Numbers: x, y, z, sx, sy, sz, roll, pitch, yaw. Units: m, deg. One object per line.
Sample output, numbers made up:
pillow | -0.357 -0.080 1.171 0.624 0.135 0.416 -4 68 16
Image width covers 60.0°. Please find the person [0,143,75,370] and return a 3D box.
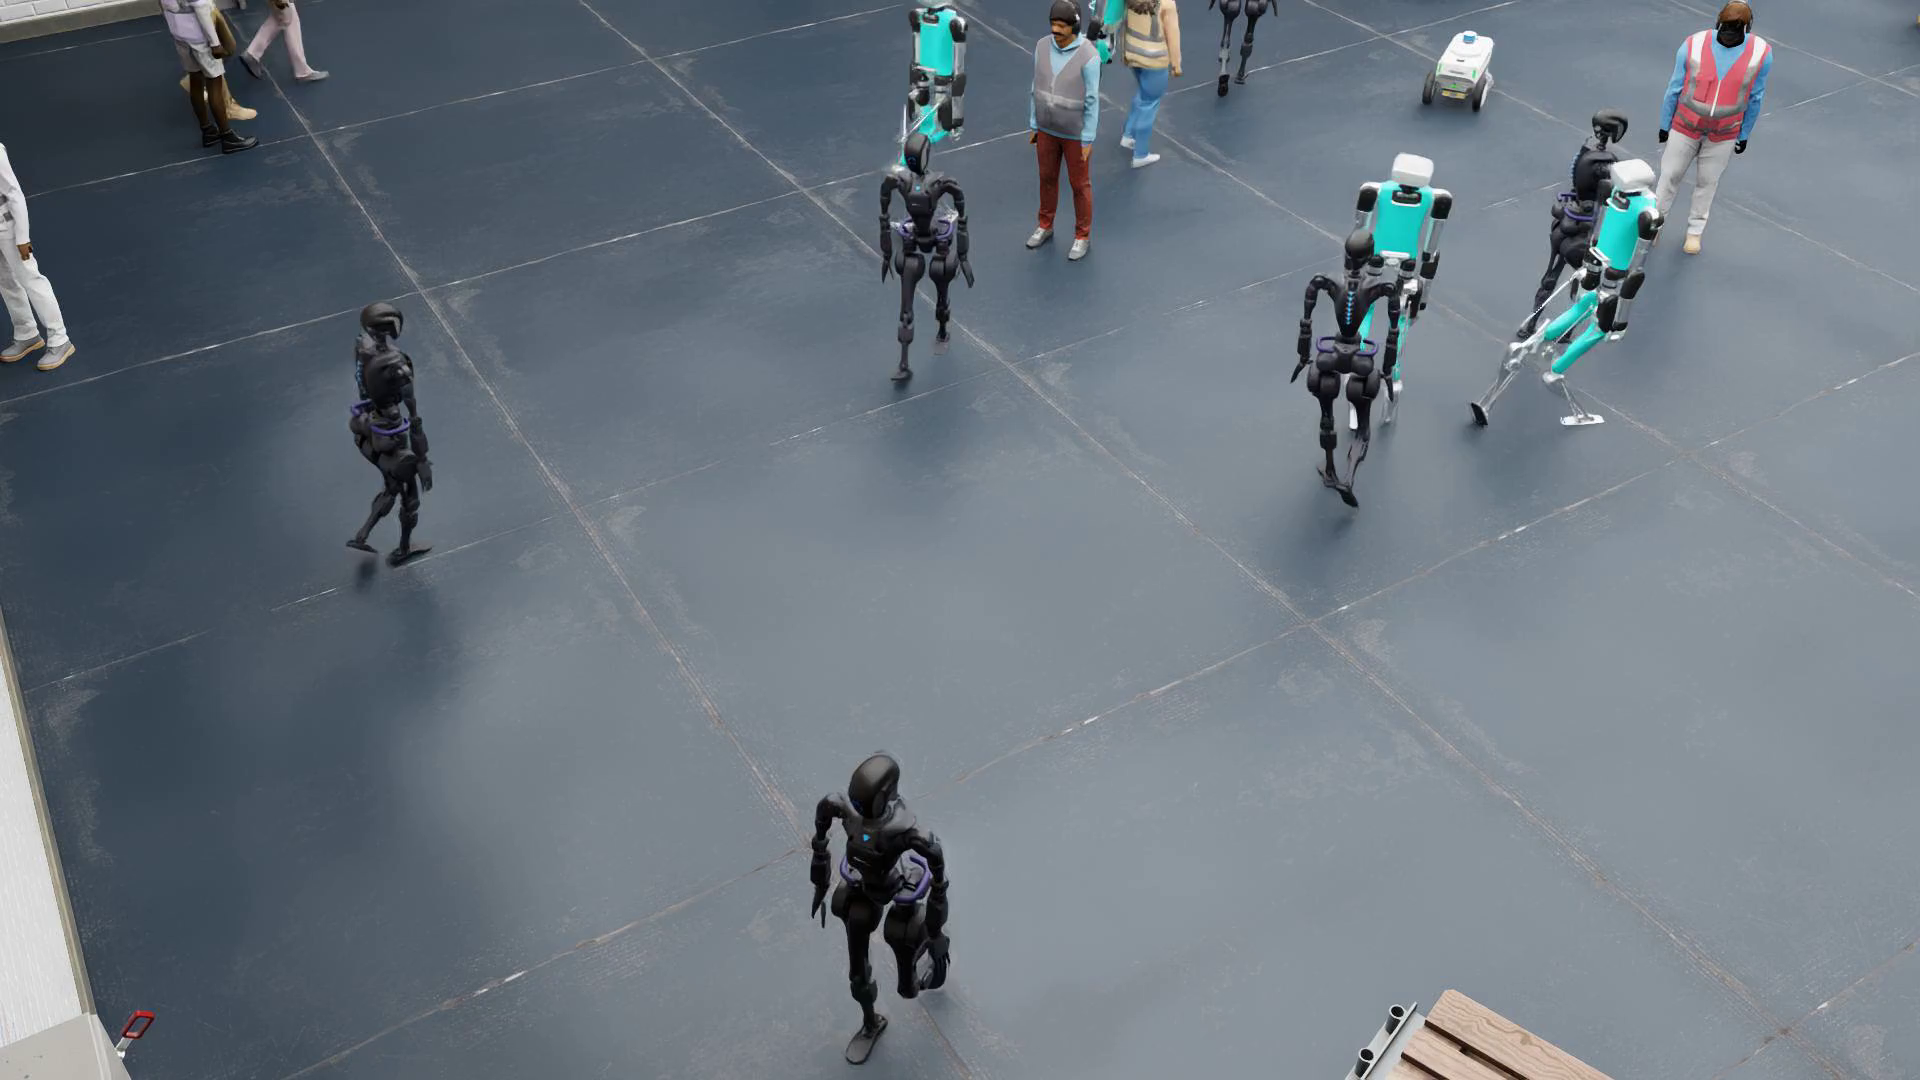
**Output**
person | -6.078 -1.954 10.460 0.573 1.882 0.356 13 40 16

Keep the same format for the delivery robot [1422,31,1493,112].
delivery robot | 4.282 -4.008 14.113 0.525 0.587 0.742 16 41 19

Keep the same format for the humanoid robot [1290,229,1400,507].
humanoid robot | 2.158 -0.929 9.342 0.590 1.645 0.567 10 39 12

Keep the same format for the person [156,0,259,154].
person | -5.955 -3.979 12.971 0.551 1.935 0.366 24 44 27

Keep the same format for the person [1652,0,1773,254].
person | 5.235 -2.893 11.689 0.628 1.836 0.431 14 40 17

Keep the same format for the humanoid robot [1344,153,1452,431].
humanoid robot | 2.508 -1.322 9.797 0.551 1.820 0.666 6 39 7

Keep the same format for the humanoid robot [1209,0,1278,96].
humanoid robot | 2.380 -4.568 13.936 0.586 1.629 0.652 8 39 9

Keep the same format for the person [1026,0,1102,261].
person | 0.738 -2.882 11.643 0.530 1.870 0.416 23 44 26

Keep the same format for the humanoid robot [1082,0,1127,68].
humanoid robot | 0.944 -3.799 12.987 0.785 1.874 0.531 18 42 21

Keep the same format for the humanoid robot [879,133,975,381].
humanoid robot | -0.210 -1.786 10.439 0.609 1.629 0.753 6 39 8

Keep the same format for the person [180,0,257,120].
person | -6.190 -4.248 13.455 0.507 1.751 0.528 -1 38 -2

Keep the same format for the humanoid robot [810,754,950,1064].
humanoid robot | -0.278 1.348 6.460 0.613 1.636 0.530 15 41 19

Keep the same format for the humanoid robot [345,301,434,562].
humanoid robot | -3.091 -0.519 8.823 0.615 1.626 0.520 31 48 33

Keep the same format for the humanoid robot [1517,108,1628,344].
humanoid robot | 3.973 -2.005 10.689 0.436 1.650 0.589 0 38 1

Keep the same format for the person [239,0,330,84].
person | -5.846 -4.688 13.952 0.594 1.823 0.585 -28 46 -31

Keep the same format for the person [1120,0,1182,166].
person | 1.475 -3.711 12.811 0.424 1.716 0.495 -25 45 -28

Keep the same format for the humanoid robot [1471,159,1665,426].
humanoid robot | 3.550 -1.368 9.878 0.907 1.809 0.543 -7 39 -9

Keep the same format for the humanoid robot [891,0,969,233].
humanoid robot | -0.361 -2.979 11.892 0.595 1.761 0.954 30 47 33
